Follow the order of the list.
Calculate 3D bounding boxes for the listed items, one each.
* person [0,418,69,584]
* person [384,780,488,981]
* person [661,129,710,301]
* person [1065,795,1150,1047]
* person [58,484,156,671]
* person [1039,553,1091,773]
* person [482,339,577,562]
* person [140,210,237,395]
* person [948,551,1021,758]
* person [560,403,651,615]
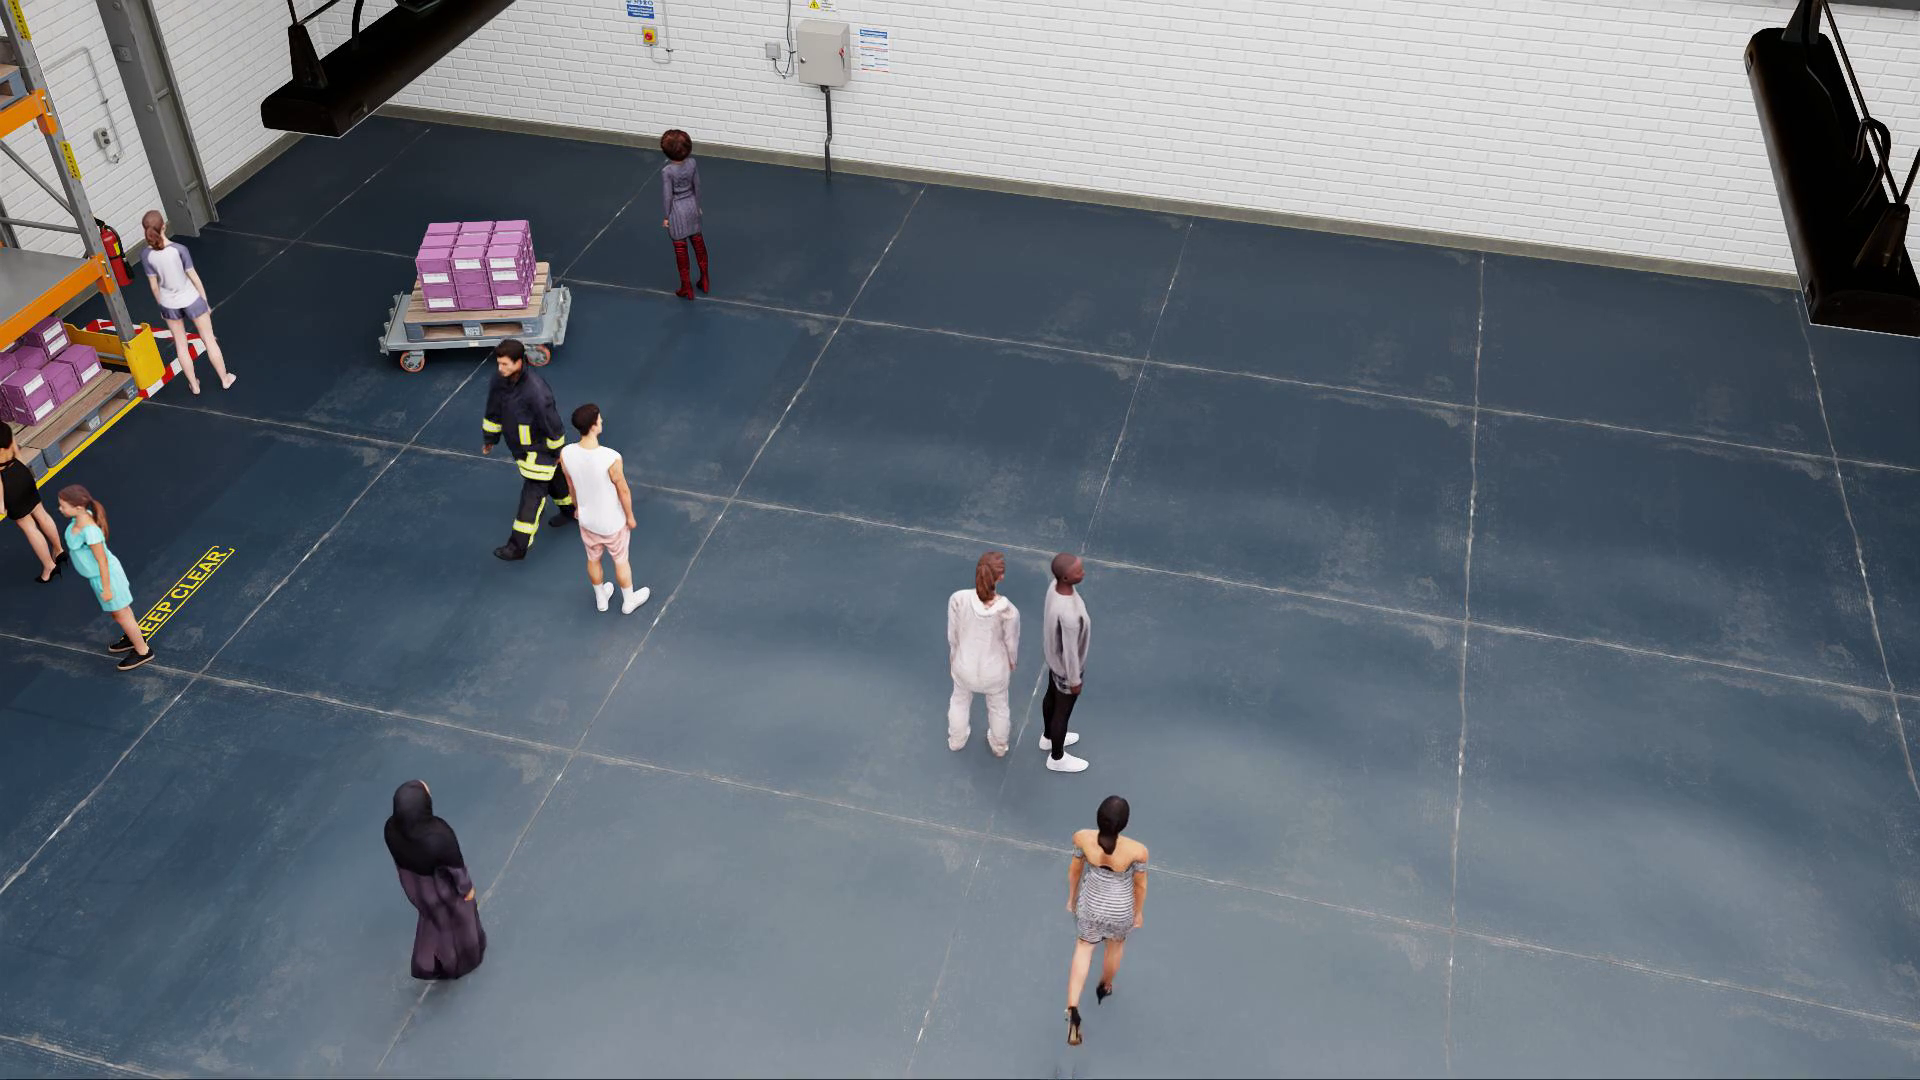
[{"bbox_3d":[-7.134,-0.386,12.568,0.648,1.649,0.475,3,39,4],"label":"person"},{"bbox_3d":[-3.074,2.012,9.600,0.610,1.606,0.771,11,40,13],"label":"person"},{"bbox_3d":[-2.648,-3.123,15.947,0.625,1.710,0.731,-30,47,-32],"label":"person"},{"bbox_3d":[0.789,2.134,9.290,0.636,1.803,0.930,13,40,16],"label":"person"},{"bbox_3d":[-6.103,0.242,11.855,0.706,1.558,0.651,-22,44,-25],"label":"person"},{"bbox_3d":[0.675,0.791,10.996,0.749,1.771,0.610,-5,39,-7],"label":"person"},{"bbox_3d":[-3.232,-0.793,12.898,1.126,1.873,1.322,30,47,32],"label":"person"},{"bbox_3d":[-6.835,-2.081,14.596,0.679,1.767,0.708,-10,40,-12],"label":"person"},{"bbox_3d":[0.157,0.826,11.028,0.635,1.678,0.579,8,39,10],"label":"person"},{"bbox_3d":[-2.644,-0.198,12.225,0.627,1.784,0.555,10,40,12],"label":"person"}]
